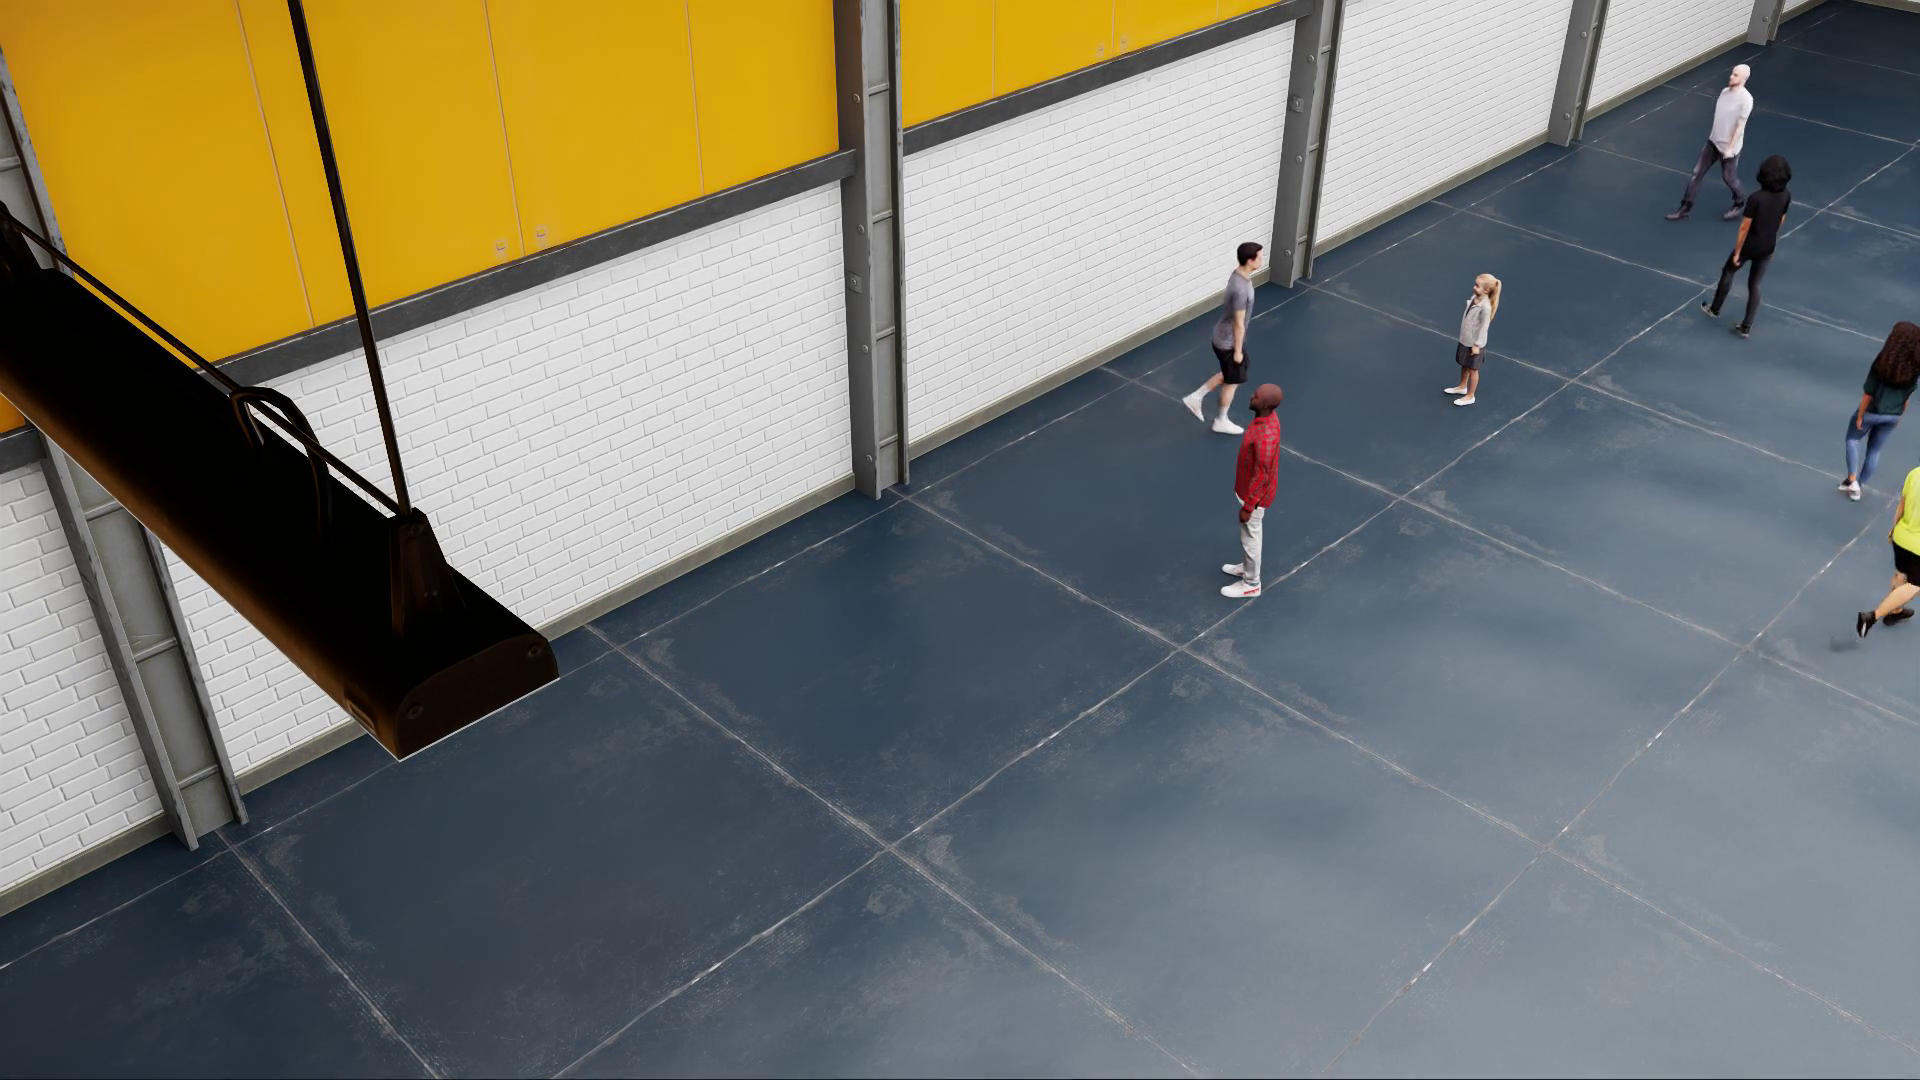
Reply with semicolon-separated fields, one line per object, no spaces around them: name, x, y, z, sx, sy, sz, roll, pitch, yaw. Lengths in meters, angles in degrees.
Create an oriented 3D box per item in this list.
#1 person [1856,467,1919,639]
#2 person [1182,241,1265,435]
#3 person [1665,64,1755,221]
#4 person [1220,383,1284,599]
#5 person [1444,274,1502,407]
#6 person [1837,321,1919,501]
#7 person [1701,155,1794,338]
person;6.981;0.005;12.186;1.070;1.689;0.862;-13;36;-18
person;2.285;-1.776;14.725;0.948;1.845;0.913;6;34;9
person;8.723;-4.448;18.786;1.311;1.799;1.080;-9;35;-13
person;2.261;-0.398;12.675;0.815;1.819;0.709;7;34;10
person;4.753;-1.872;15.384;0.653;1.276;0.604;-5;34;-7
person;7.668;-1.015;13.799;0.709;1.603;0.757;5;34;7
person;7.887;-2.866;16.392;0.999;1.815;1.029;-3;34;-5
